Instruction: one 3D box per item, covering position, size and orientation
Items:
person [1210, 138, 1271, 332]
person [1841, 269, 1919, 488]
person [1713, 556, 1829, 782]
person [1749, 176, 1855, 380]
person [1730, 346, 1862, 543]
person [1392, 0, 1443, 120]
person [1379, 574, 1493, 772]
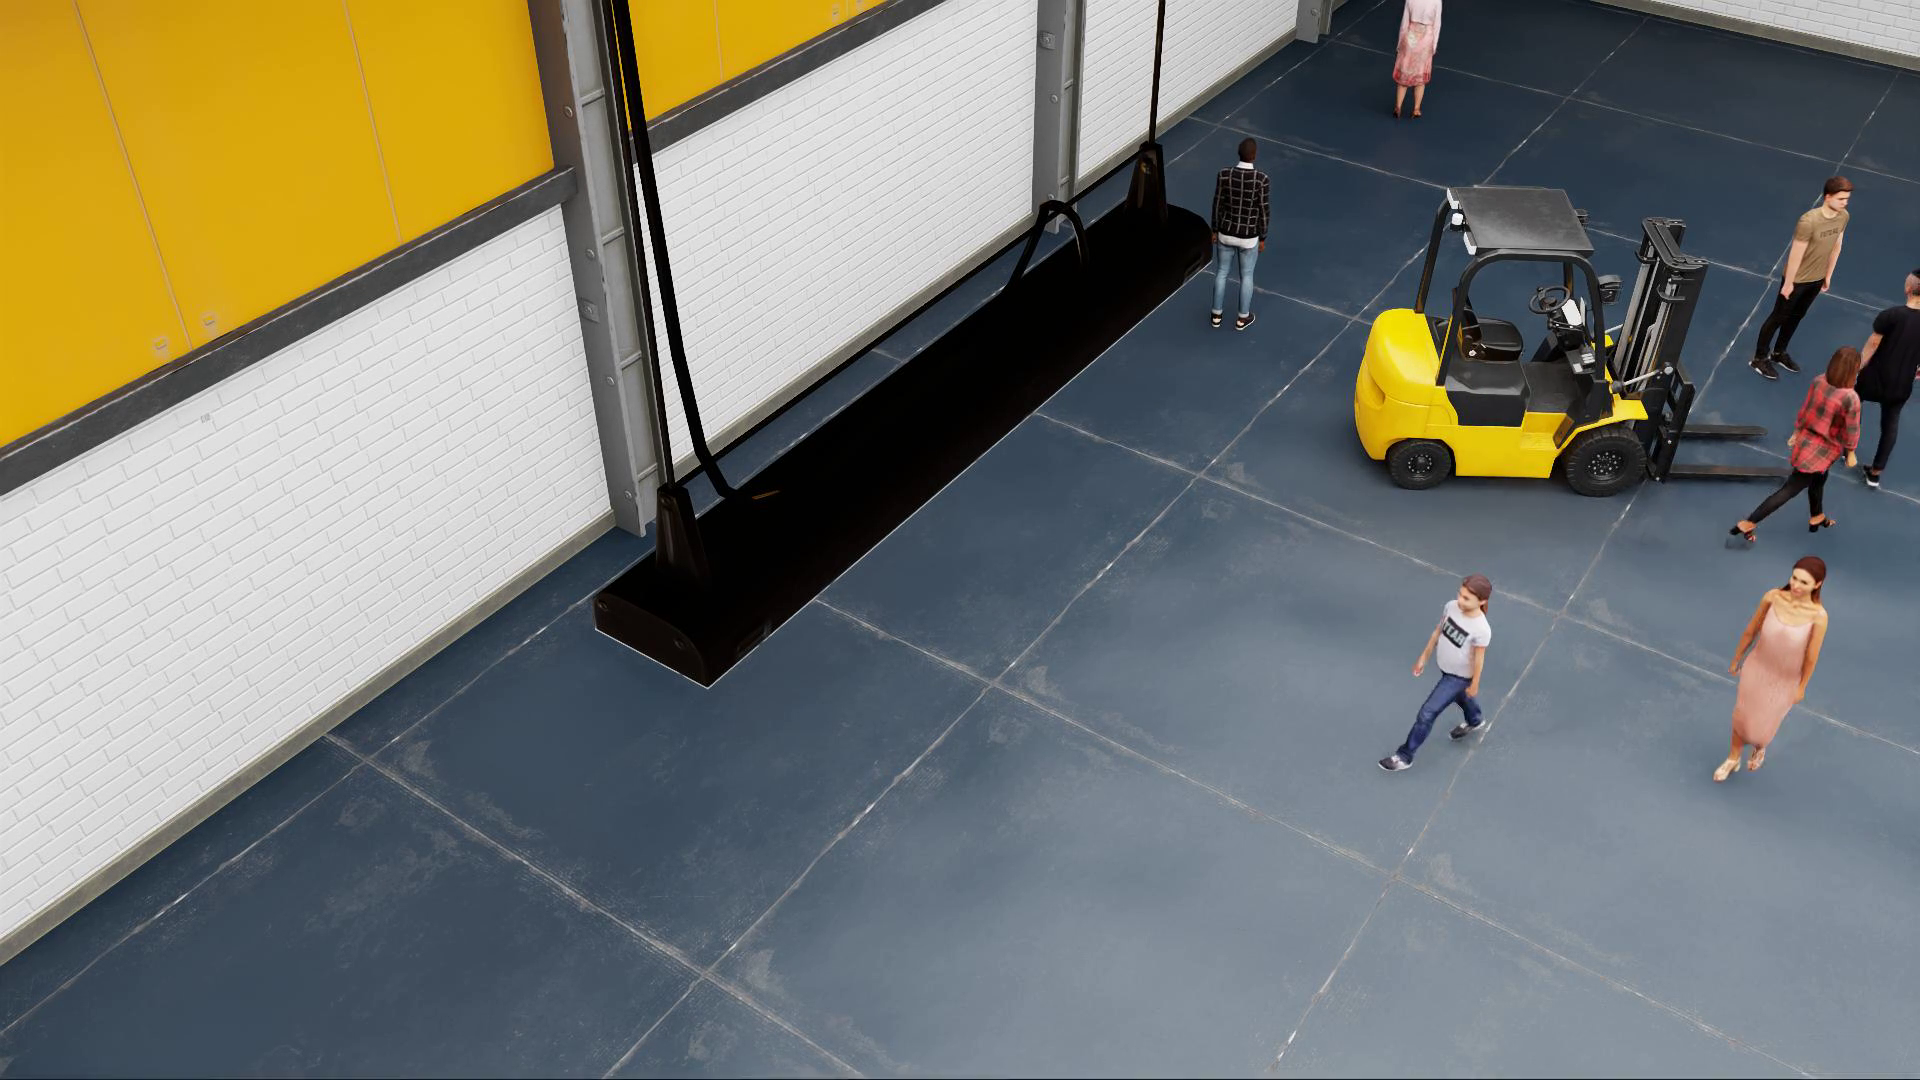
[{"bbox_3d":[2.481,-2.728,14.849,0.722,1.820,0.657,13,40,15],"label":"person"},{"bbox_3d":[7.290,-1.256,12.991,1.017,1.839,1.058,3,39,4],"label":"person"},{"bbox_3d":[5.128,0.814,10.415,0.747,1.819,0.687,-28,47,-31],"label":"person"},{"bbox_3d":[7.229,-2.270,14.251,0.694,1.851,0.801,-15,41,-17],"label":"person"},{"bbox_3d":[6.281,-0.637,12.368,1.181,1.649,1.118,-6,39,-8],"label":"person"},{"bbox_3d":[5.065,-5.492,18.409,0.656,1.696,0.657,12,40,14],"label":"person"},{"bbox_3d":[3.230,0.799,10.670,1.141,1.524,0.953,-14,41,-17],"label":"person"}]
